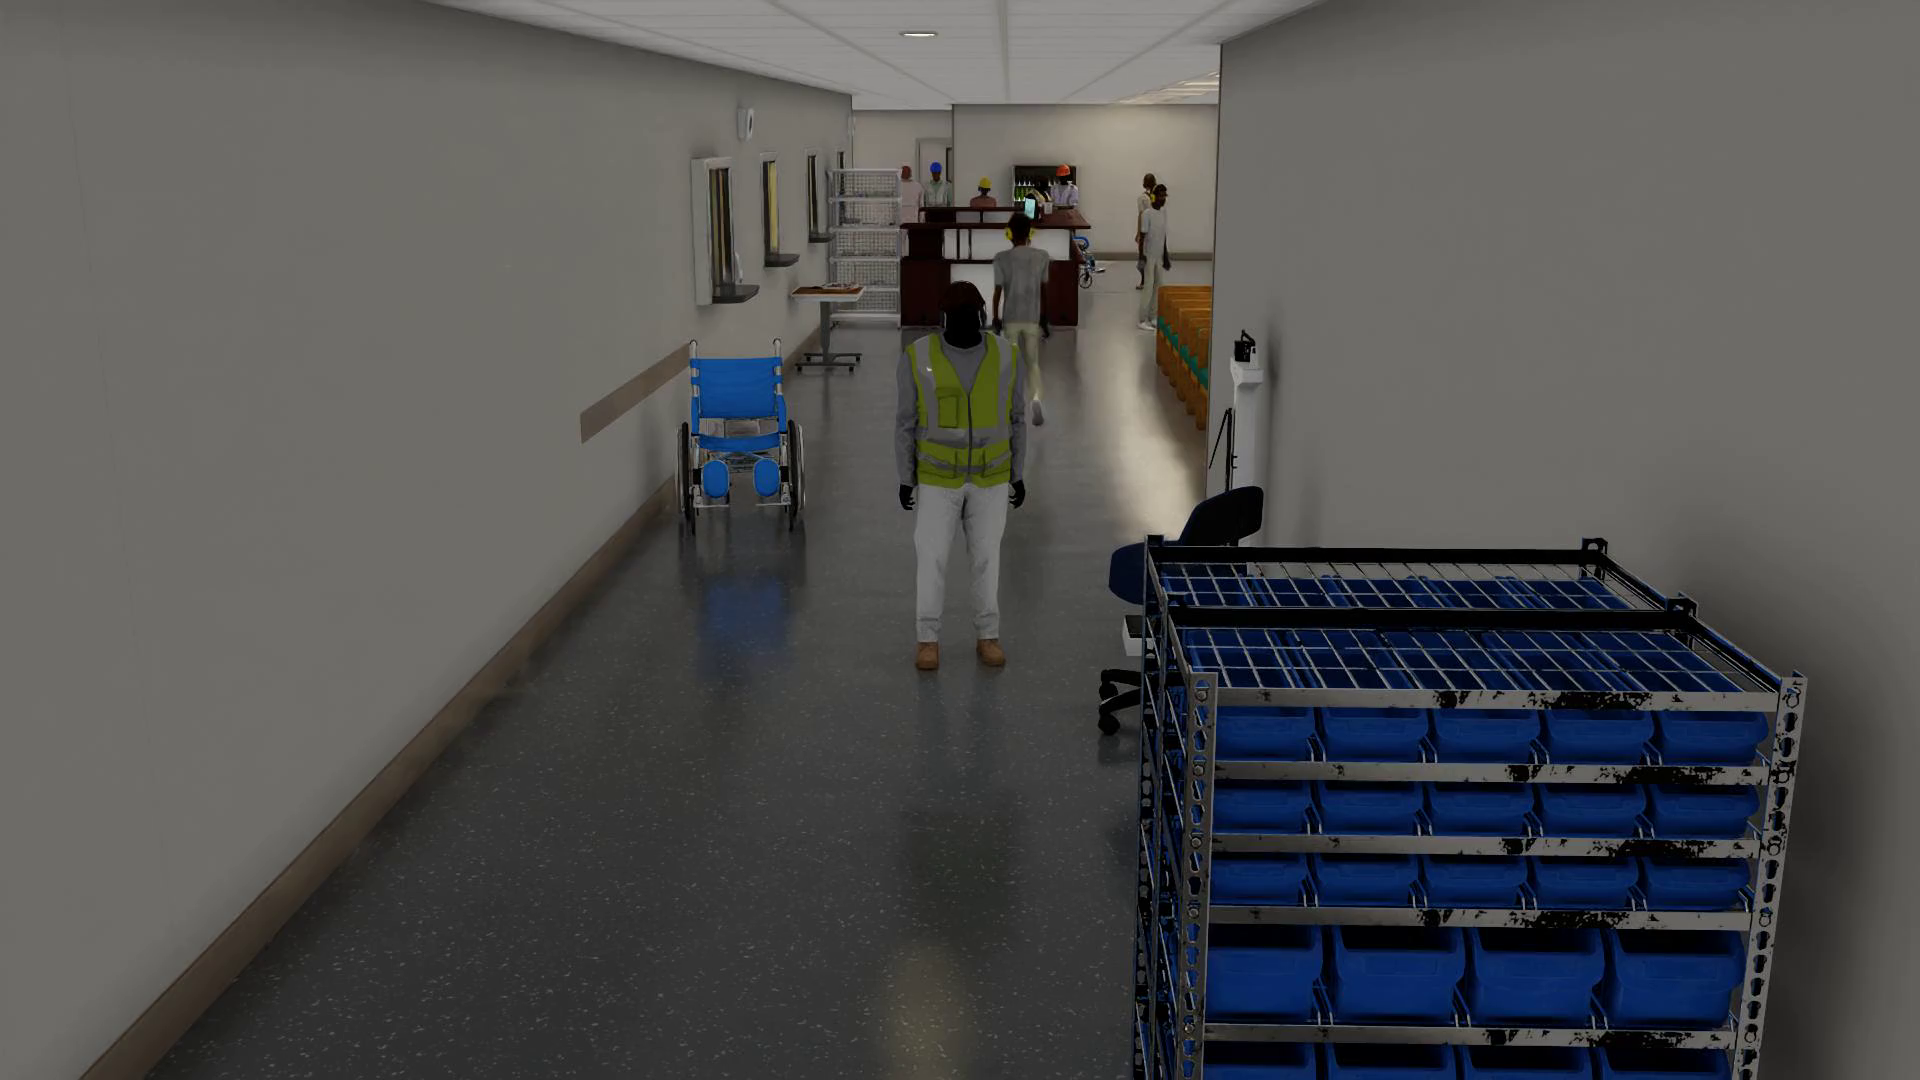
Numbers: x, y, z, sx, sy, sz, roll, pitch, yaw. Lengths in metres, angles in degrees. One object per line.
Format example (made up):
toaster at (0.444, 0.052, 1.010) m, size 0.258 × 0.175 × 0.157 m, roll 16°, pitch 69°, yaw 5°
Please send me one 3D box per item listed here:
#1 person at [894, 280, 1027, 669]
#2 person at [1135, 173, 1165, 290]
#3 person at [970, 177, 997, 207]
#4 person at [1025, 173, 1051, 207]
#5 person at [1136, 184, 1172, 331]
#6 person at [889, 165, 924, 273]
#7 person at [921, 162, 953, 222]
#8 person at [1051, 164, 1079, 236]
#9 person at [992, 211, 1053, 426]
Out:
person at (0.011, -0.298, 7.851) m, size 0.634 × 1.842 × 0.429 m, roll -2°, pitch 14°, yaw -9°
person at (3.039, -4.933, 26.649) m, size 0.508 × 1.842 × 0.332 m, roll -7°, pitch 16°, yaw -28°
person at (0.398, -5.093, 27.469) m, size 0.533 × 1.765 × 0.322 m, roll -8°, pitch 16°, yaw -31°
person at (1.290, -4.973, 26.824) m, size 0.430 × 1.845 × 0.619 m, roll 8°, pitch 16°, yaw 28°
person at (2.457, -3.608, 21.256) m, size 0.363 × 1.854 × 0.526 m, roll 11°, pitch 17°, yaw 37°
person at (-0.968, -5.713, 29.689) m, size 0.652 × 1.906 × 0.402 m, roll -5°, pitch 15°, yaw -19°
person at (-0.432, -5.957, 30.594) m, size 0.606 × 1.947 × 0.406 m, roll 1°, pitch 14°, yaw 2°
person at (1.833, -5.696, 29.580) m, size 0.545 × 1.929 × 0.390 m, roll 8°, pitch 16°, yaw 31°
person at (0.535, -1.840, 14.077) m, size 0.545 × 1.856 × 0.522 m, roll -3°, pitch 14°, yaw -12°
